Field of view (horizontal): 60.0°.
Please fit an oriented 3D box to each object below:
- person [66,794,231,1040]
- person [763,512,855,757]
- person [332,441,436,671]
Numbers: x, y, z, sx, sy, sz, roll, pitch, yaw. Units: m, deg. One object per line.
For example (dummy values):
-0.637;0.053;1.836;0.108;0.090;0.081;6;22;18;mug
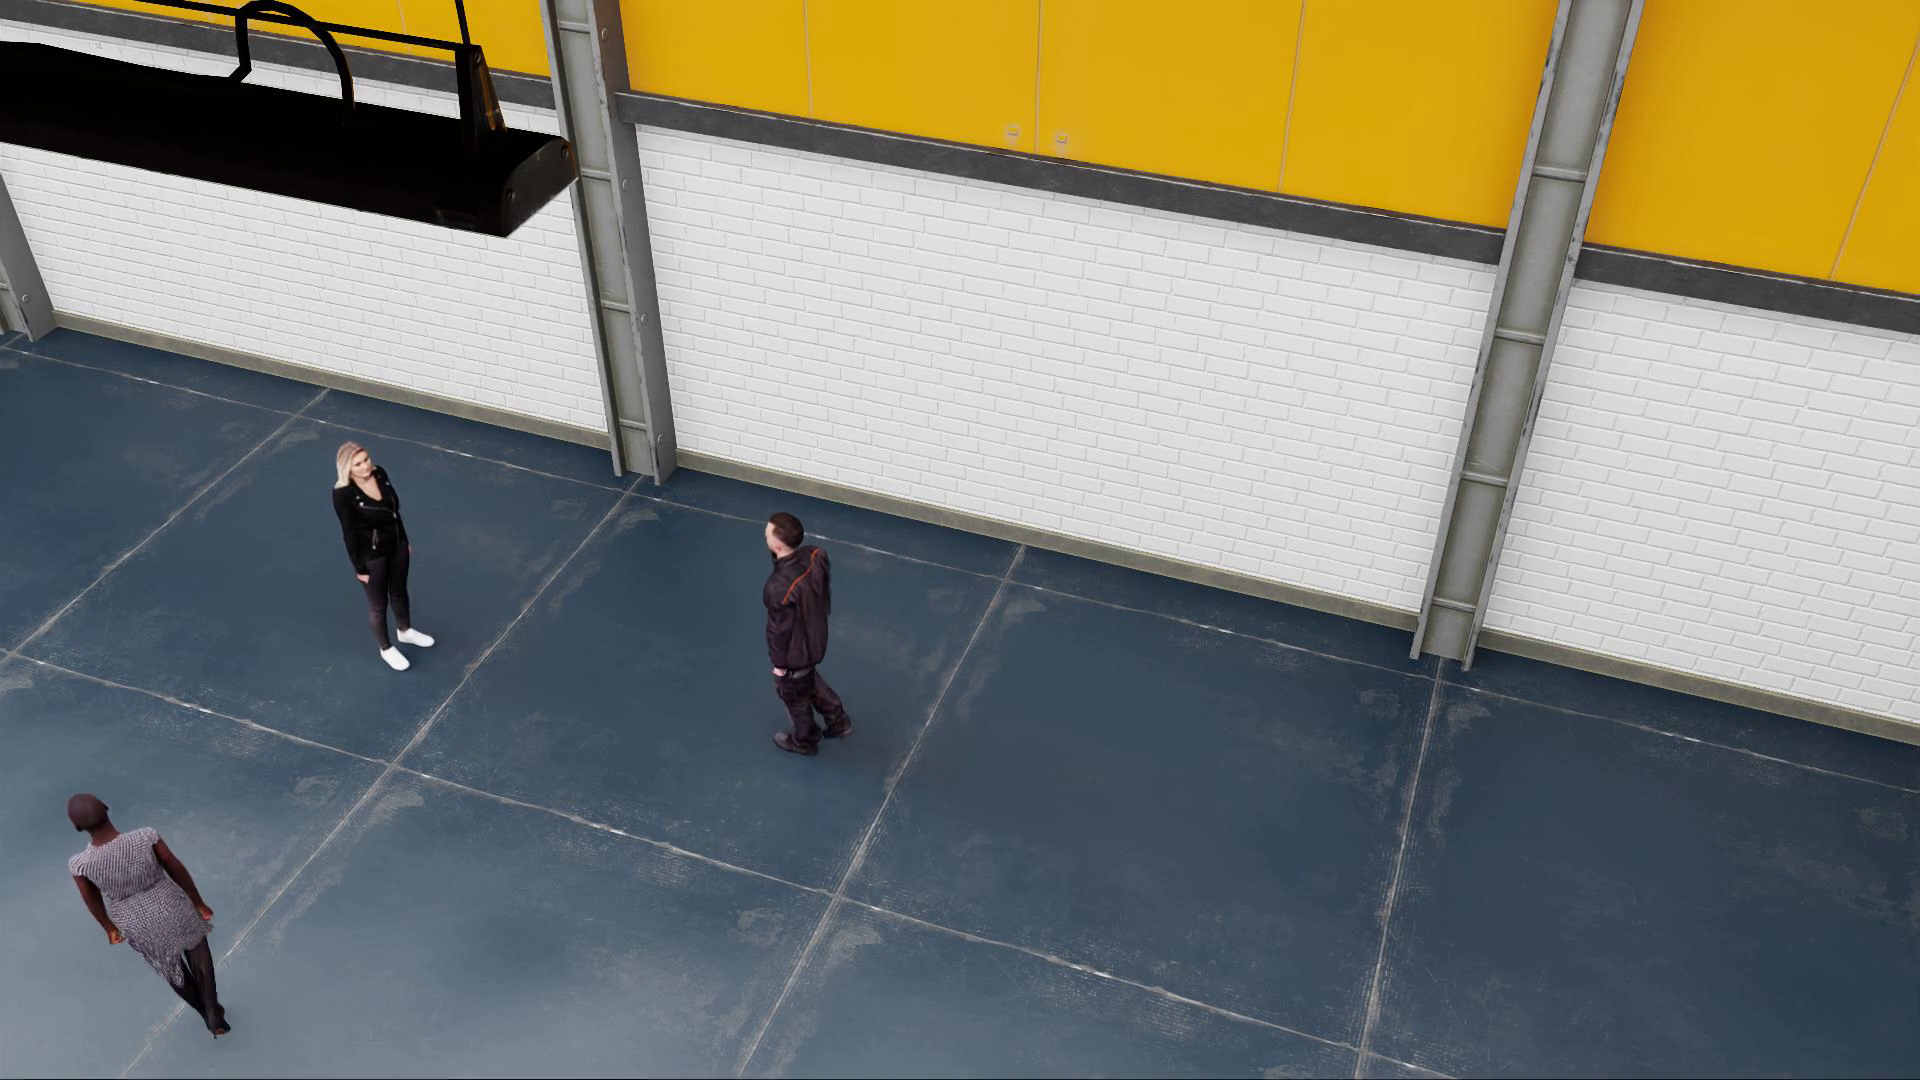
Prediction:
-3.962;1.954;8.206;0.870;1.769;0.933;-17;42;-20;person
-0.881;0.606;9.830;0.794;1.849;0.765;18;42;22;person
-3.717;0.072;10.630;0.565;1.686;0.636;18;42;21;person
